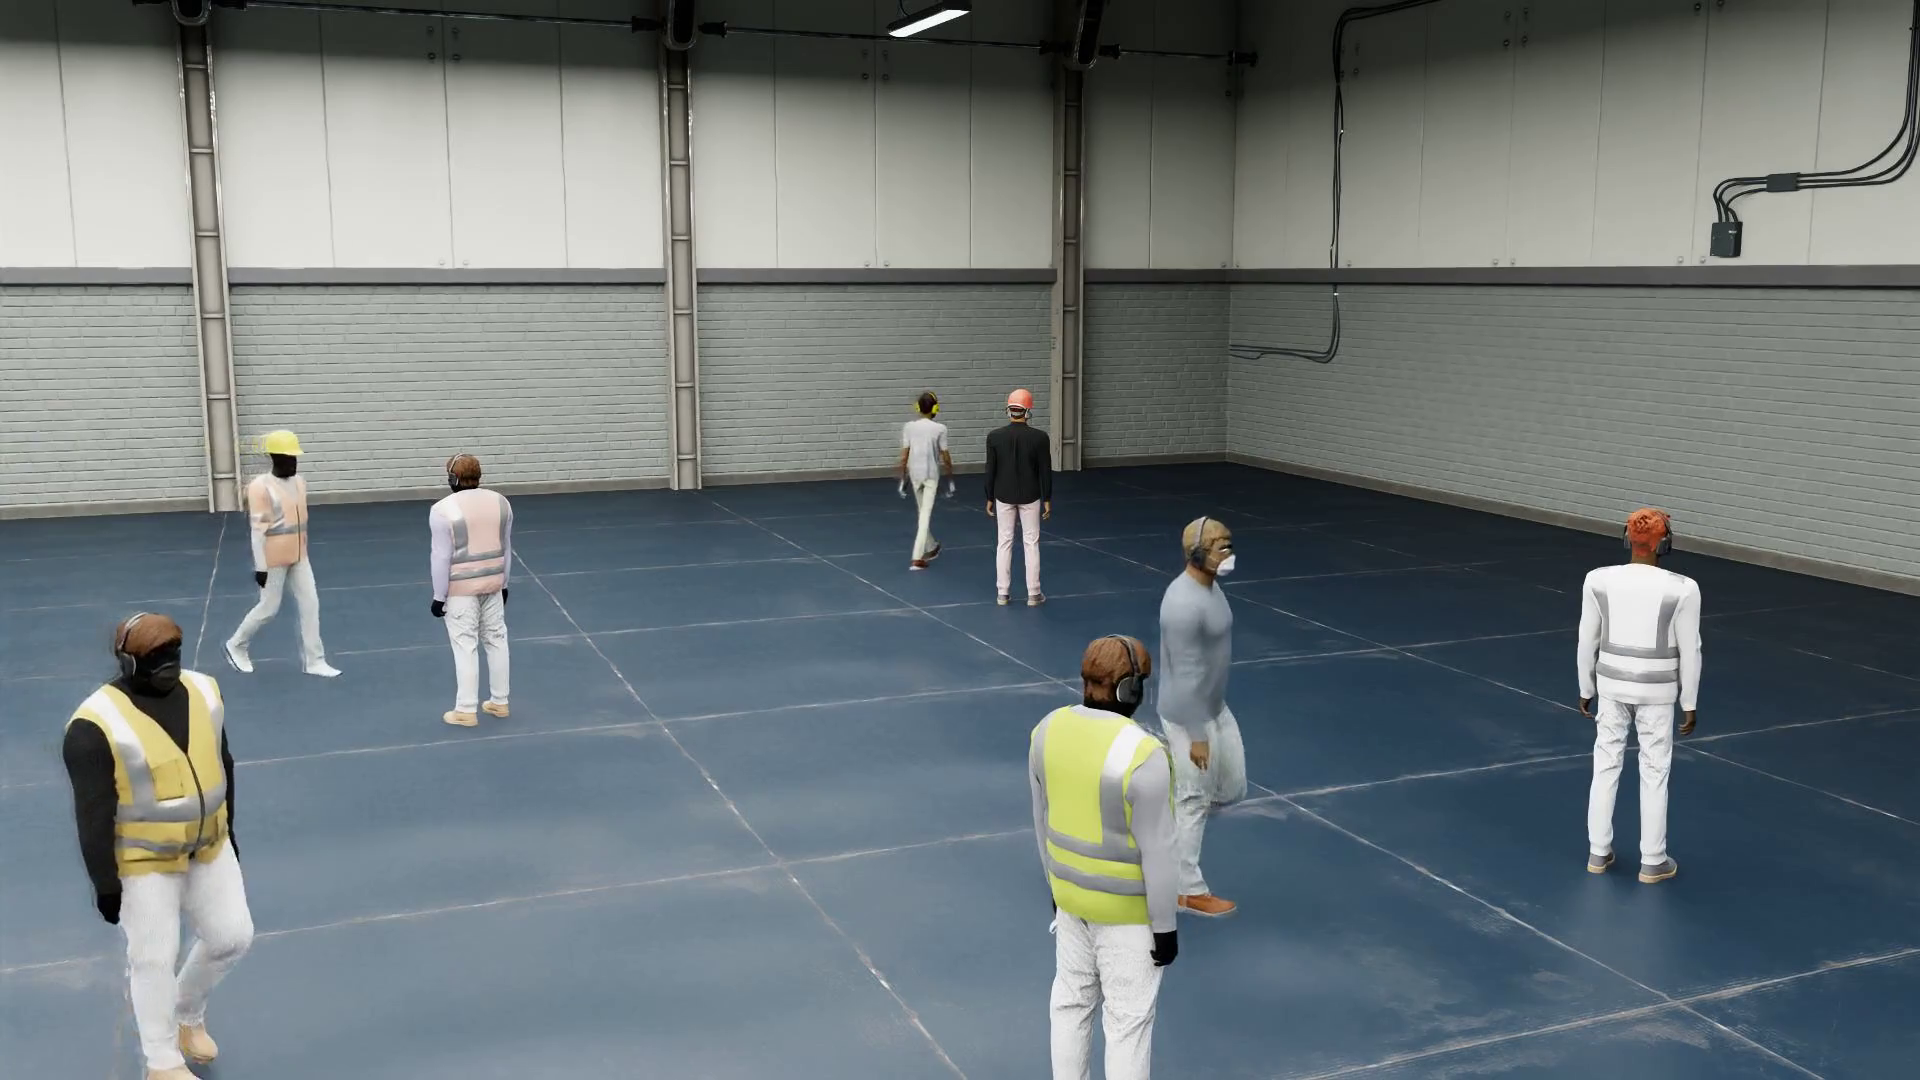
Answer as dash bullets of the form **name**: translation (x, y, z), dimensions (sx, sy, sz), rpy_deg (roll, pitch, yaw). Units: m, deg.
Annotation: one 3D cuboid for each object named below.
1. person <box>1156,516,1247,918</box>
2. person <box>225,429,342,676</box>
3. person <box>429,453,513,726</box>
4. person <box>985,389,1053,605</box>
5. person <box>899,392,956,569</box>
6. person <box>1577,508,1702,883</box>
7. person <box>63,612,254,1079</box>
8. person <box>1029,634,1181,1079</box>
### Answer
- **person**: translation (1.121, 0.837, 7.817), dimensions (0.470, 1.921, 0.636), rpy_deg (4, 10, 23)
- **person**: translation (-5.177, 0.100, 12.559), dimensions (0.897, 1.896, 0.597), rpy_deg (3, 9, 17)
- **person**: translation (-3.316, 0.332, 11.254), dimensions (0.430, 1.845, 0.624), rpy_deg (7, 11, 37)
- **person**: translation (0.542, -0.390, 15.309), dimensions (0.626, 1.992, 0.387), rpy_deg (2, 9, 11)
- **person**: translation (-0.323, -0.631, 17.403), dimensions (0.545, 1.813, 1.003), rpy_deg (4, 10, 24)
- **person**: translation (3.400, 0.774, 8.346), dimensions (0.584, 1.882, 0.347), rpy_deg (7, 11, 36)
- **person**: translation (-2.918, 1.157, 6.119), dimensions (0.453, 1.824, 0.648), rpy_deg (5, 10, 28)
- **person**: translation (0.519, 1.226, 5.659), dimensions (0.429, 1.840, 0.624), rpy_deg (-7, 12, -39)
